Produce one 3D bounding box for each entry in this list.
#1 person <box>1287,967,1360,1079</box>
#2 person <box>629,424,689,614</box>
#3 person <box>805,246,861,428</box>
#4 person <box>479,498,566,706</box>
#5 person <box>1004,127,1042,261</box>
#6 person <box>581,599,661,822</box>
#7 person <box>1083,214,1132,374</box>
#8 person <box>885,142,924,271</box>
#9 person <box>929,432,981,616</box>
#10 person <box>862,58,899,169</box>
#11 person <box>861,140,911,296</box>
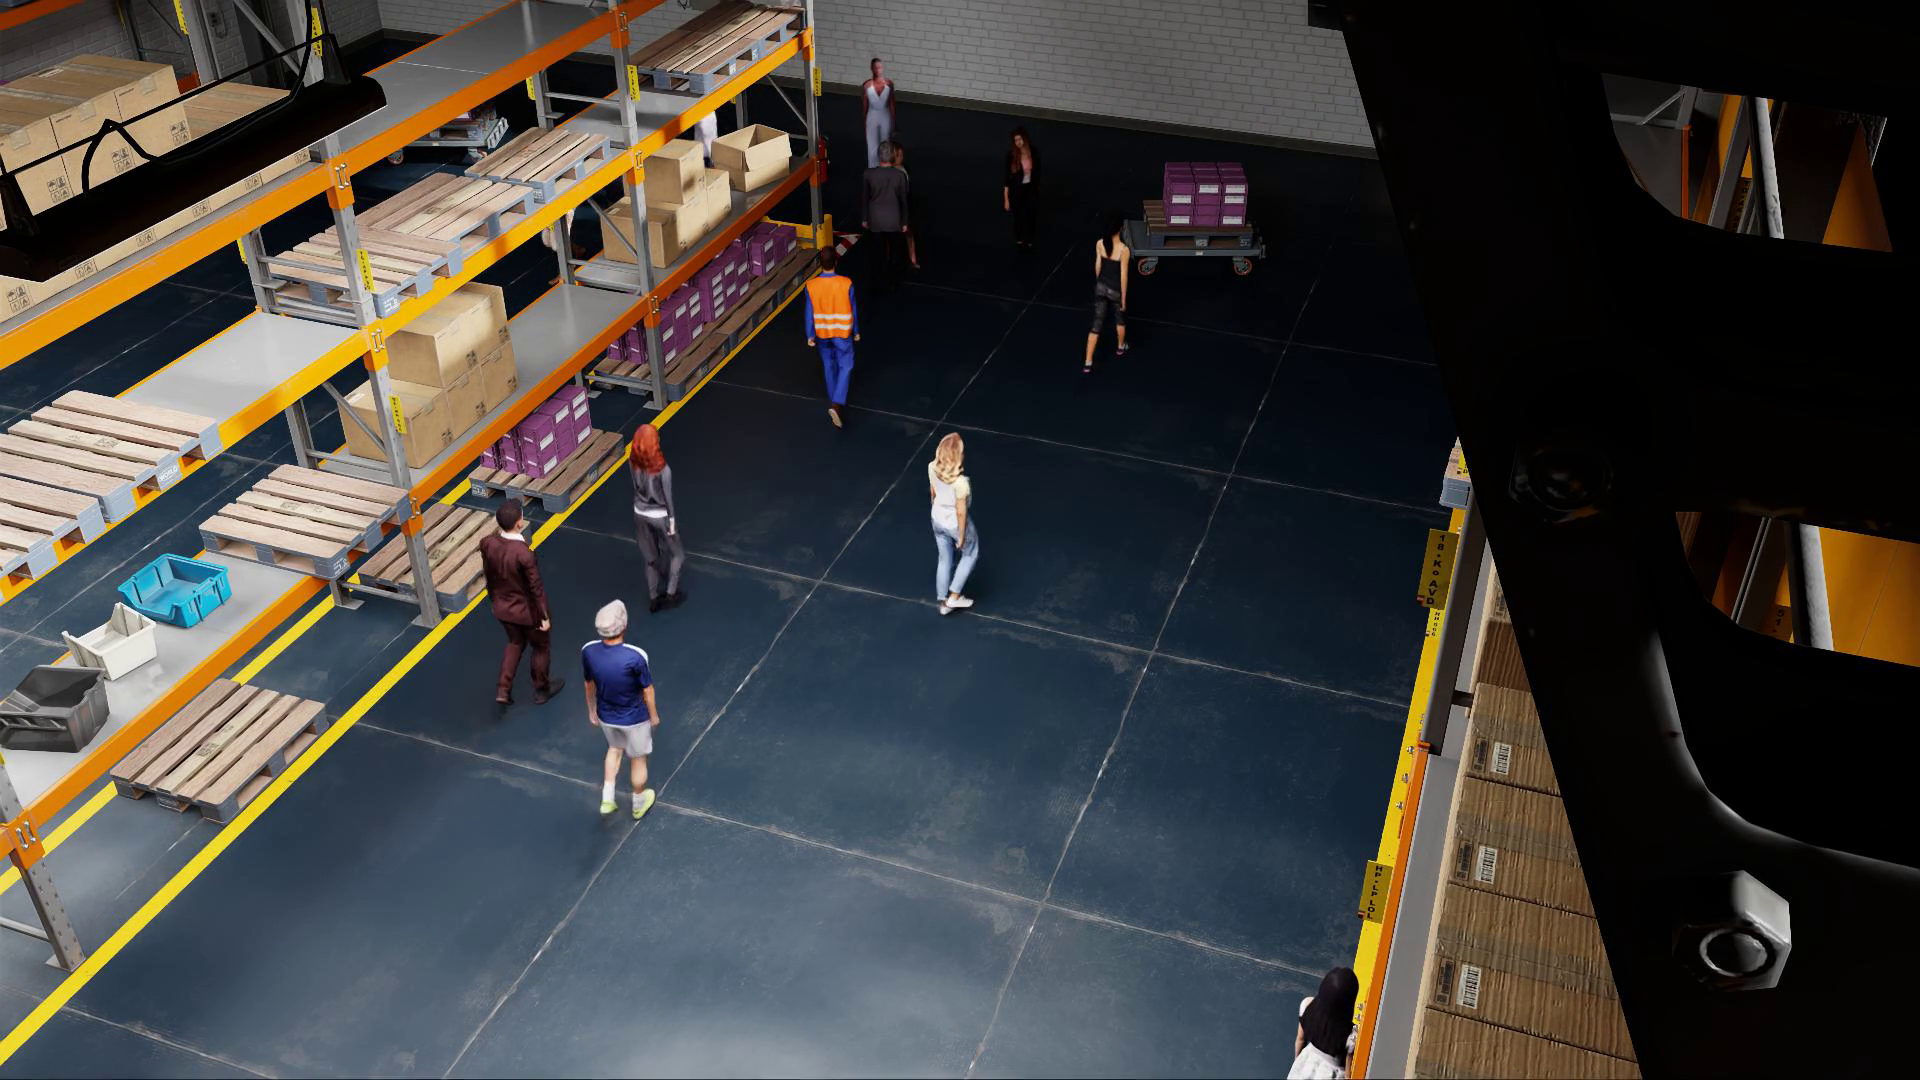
[{"bbox_3d":[1.965,2.987,9.031,0.797,1.769,0.775,-25,41,-33],"label":"person"},{"bbox_3d":[-2.561,-0.129,13.721,0.592,1.766,0.572,12,35,17],"label":"person"},{"bbox_3d":[-1.246,-1.985,16.444,0.838,1.843,1.119,3,34,5],"label":"person"},{"bbox_3d":[-3.392,0.546,12.630,0.709,1.849,0.874,14,36,20],"label":"person"},{"bbox_3d":[0.769,-4.176,19.891,0.763,1.676,0.829,-9,35,-13],"label":"person"},{"bbox_3d":[-2.376,1.259,11.576,0.659,1.829,0.742,8,35,12],"label":"person"},{"bbox_3d":[1.518,-2.540,17.427,0.787,1.679,1.201,20,38,27],"label":"person"},{"bbox_3d":[-0.784,-3.988,19.748,0.938,1.521,1.010,-15,36,-21],"label":"person"},{"bbox_3d":[-0.134,-0.089,13.709,0.721,1.714,0.741,26,42,33],"label":"person"},{"bbox_3d":[-1.071,-5.427,21.689,0.779,1.769,0.853,-10,35,-15],"label":"person"},{"bbox_3d":[-0.862,-3.616,18.916,0.885,1.824,1.016,2,34,4],"label":"person"}]
